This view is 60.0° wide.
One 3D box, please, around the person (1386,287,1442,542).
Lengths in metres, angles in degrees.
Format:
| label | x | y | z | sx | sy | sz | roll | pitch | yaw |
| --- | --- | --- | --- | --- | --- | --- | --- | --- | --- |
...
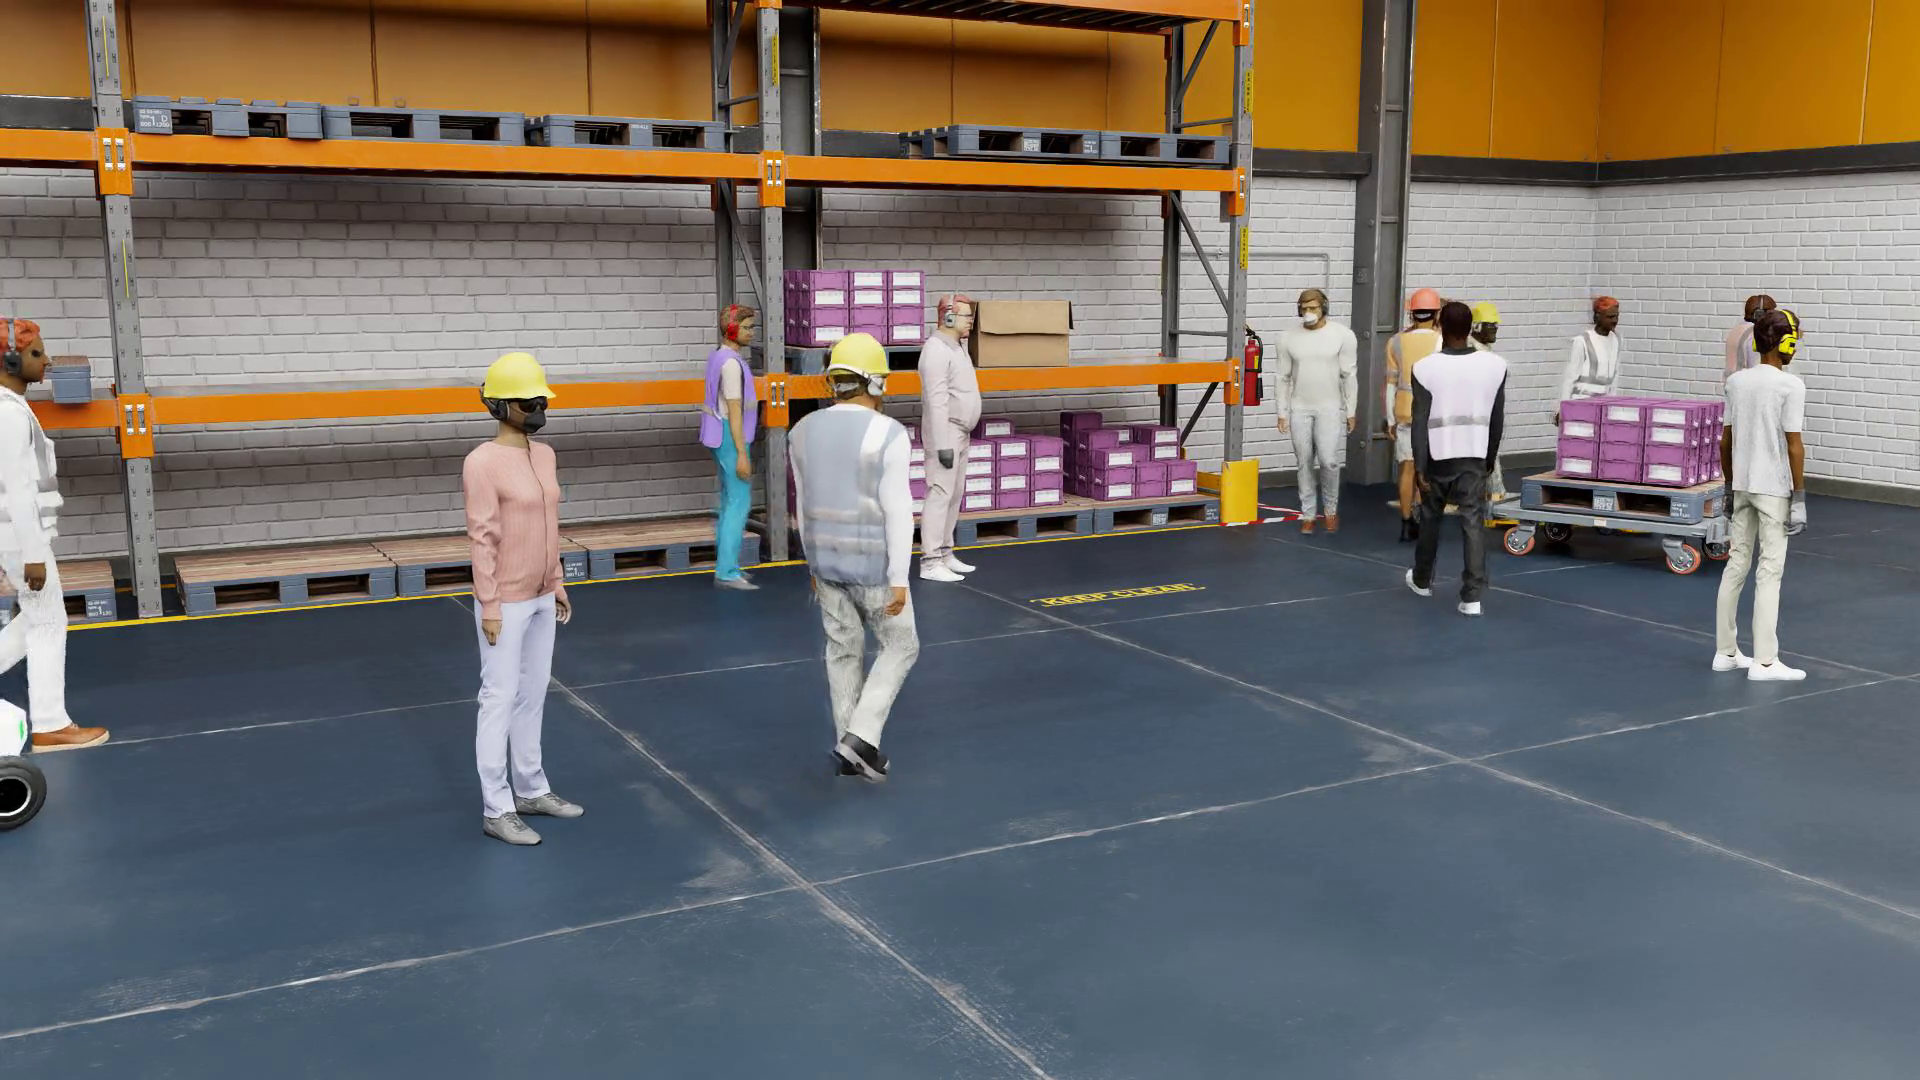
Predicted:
| label | x | y | z | sx | sy | sz | roll | pitch | yaw |
| --- | --- | --- | --- | --- | --- | --- | --- | --- | --- |
| person | 3.487 | -0.937 | 12.554 | 0.569 | 1.916 | 0.436 | 6 | 11 | 32 |

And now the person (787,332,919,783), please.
| label | x | y | z | sx | sy | sz | roll | pitch | yaw |
| --- | --- | --- | --- | --- | --- | --- | --- | --- | --- |
| person | -0.407 | 0.088 | 6.628 | 0.587 | 1.815 | 0.412 | 6 | 11 | 31 |

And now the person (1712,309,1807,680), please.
| label | x | y | z | sx | sy | sz | roll | pitch | yaw |
| --- | --- | --- | --- | --- | --- | --- | --- | --- | --- |
| person | 4.059 | -0.222 | 8.381 | 0.328 | 1.863 | 0.509 | -4 | 10 | -21 |

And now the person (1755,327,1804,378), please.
| label | x | y | z | sx | sy | sz | roll | pitch | yaw |
| --- | --- | --- | --- | --- | --- | --- | --- | --- | --- |
| person | 6.566 | -0.937 | 13.458 | 0.427 | 1.618 | 0.614 | -1 | 9 | -4 |

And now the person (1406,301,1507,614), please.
| label | x | y | z | sx | sy | sz | roll | pitch | yaw |
| --- | --- | --- | --- | --- | --- | --- | --- | --- | --- |
| person | 3.020 | -0.513 | 10.154 | 0.596 | 1.865 | 1.021 | 1 | 9 | 3 |

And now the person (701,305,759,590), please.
| label | x | y | z | sx | sy | sz | roll | pitch | yaw |
| --- | --- | --- | --- | --- | --- | --- | --- | --- | --- |
| person | -1.485 | -0.584 | 10.738 | 0.369 | 1.838 | 0.636 | -2 | 10 | -14 |

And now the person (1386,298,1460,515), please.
| label | x | y | z | sx | sy | sz | roll | pitch | yaw |
| --- | --- | --- | --- | --- | --- | --- | --- | --- | --- |
| person | 3.920 | -1.105 | 13.872 | 0.771 | 1.814 | 0.529 | 0 | 9 | -3 |

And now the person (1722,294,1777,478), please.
| label | x | y | z | sx | sy | sz | roll | pitch | yaw |
| --- | --- | --- | --- | --- | --- | --- | --- | --- | --- |
| person | 6.797 | -1.182 | 14.293 | 0.429 | 1.840 | 0.633 | 1 | 9 | 6 |

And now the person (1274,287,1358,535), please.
| label | x | y | z | sx | sy | sz | roll | pitch | yaw |
| --- | --- | --- | --- | --- | --- | --- | --- | --- | --- |
| person | 2.722 | -0.979 | 12.816 | 0.634 | 1.918 | 0.508 | 4 | 10 | 24 |

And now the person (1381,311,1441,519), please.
| label | x | y | z | sx | sy | sz | roll | pitch | yaw |
| --- | --- | --- | --- | --- | --- | --- | --- | --- | --- |
| person | 3.734 | -1.027 | 13.317 | 0.683 | 1.863 | 0.957 | 6 | 11 | 33 |

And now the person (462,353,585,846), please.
| label | x | y | z | sx | sy | sz | roll | pitch | yaw |
| --- | --- | --- | --- | --- | --- | --- | --- | --- | --- |
| person | -1.590 | 0.206 | 6.058 | 0.312 | 1.768 | 0.522 | 3 | 10 | 16 |

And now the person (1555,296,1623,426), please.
| label | x | y | z | sx | sy | sz | roll | pitch | yaw |
| --- | --- | --- | --- | --- | --- | --- | --- | --- | --- |
| person | 5.293 | -1.163 | 14.215 | 0.601 | 1.848 | 0.721 | -6 | 11 | -34 |

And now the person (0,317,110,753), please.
| label | x | y | z | sx | sy | sz | roll | pitch | yaw |
| --- | --- | --- | --- | --- | --- | --- | --- | --- | --- |
| person | -4.017 | -0.001 | 7.012 | 0.554 | 1.866 | 0.595 | -7 | 11 | -36 |

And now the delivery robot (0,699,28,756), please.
| label | x | y | z | sx | sy | sz | roll | pitch | yaw |
| --- | --- | --- | --- | --- | --- | --- | --- | --- | --- |
| delivery robot | -3.825 | 0.762 | 6.063 | 0.477 | 0.478 | 0.707 | 9 | 13 | 43 |

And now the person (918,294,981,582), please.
| label | x | y | z | sx | sy | sz | roll | pitch | yaw |
| --- | --- | --- | --- | --- | --- | --- | --- | --- | --- |
| person | -0.054 | -0.678 | 11.071 | 0.399 | 1.898 | 0.636 | 2 | 10 | 13 |

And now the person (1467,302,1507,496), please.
| label | x | y | z | sx | sy | sz | roll | pitch | yaw |
| --- | --- | --- | --- | --- | --- | --- | --- | --- | --- |
| person | 4.382 | -1.158 | 14.351 | 0.571 | 1.784 | 0.953 | -8 | 13 | -42 |

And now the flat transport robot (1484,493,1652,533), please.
| label | x | y | z | sx | sy | sz | roll | pitch | yaw |
| --- | --- | --- | --- | --- | --- | --- | --- | --- | --- |
| flat transport robot | 4.785 | -0.224 | 13.224 | 1.431 | 0.197 | 0.652 | 3 | 10 | 17 |
